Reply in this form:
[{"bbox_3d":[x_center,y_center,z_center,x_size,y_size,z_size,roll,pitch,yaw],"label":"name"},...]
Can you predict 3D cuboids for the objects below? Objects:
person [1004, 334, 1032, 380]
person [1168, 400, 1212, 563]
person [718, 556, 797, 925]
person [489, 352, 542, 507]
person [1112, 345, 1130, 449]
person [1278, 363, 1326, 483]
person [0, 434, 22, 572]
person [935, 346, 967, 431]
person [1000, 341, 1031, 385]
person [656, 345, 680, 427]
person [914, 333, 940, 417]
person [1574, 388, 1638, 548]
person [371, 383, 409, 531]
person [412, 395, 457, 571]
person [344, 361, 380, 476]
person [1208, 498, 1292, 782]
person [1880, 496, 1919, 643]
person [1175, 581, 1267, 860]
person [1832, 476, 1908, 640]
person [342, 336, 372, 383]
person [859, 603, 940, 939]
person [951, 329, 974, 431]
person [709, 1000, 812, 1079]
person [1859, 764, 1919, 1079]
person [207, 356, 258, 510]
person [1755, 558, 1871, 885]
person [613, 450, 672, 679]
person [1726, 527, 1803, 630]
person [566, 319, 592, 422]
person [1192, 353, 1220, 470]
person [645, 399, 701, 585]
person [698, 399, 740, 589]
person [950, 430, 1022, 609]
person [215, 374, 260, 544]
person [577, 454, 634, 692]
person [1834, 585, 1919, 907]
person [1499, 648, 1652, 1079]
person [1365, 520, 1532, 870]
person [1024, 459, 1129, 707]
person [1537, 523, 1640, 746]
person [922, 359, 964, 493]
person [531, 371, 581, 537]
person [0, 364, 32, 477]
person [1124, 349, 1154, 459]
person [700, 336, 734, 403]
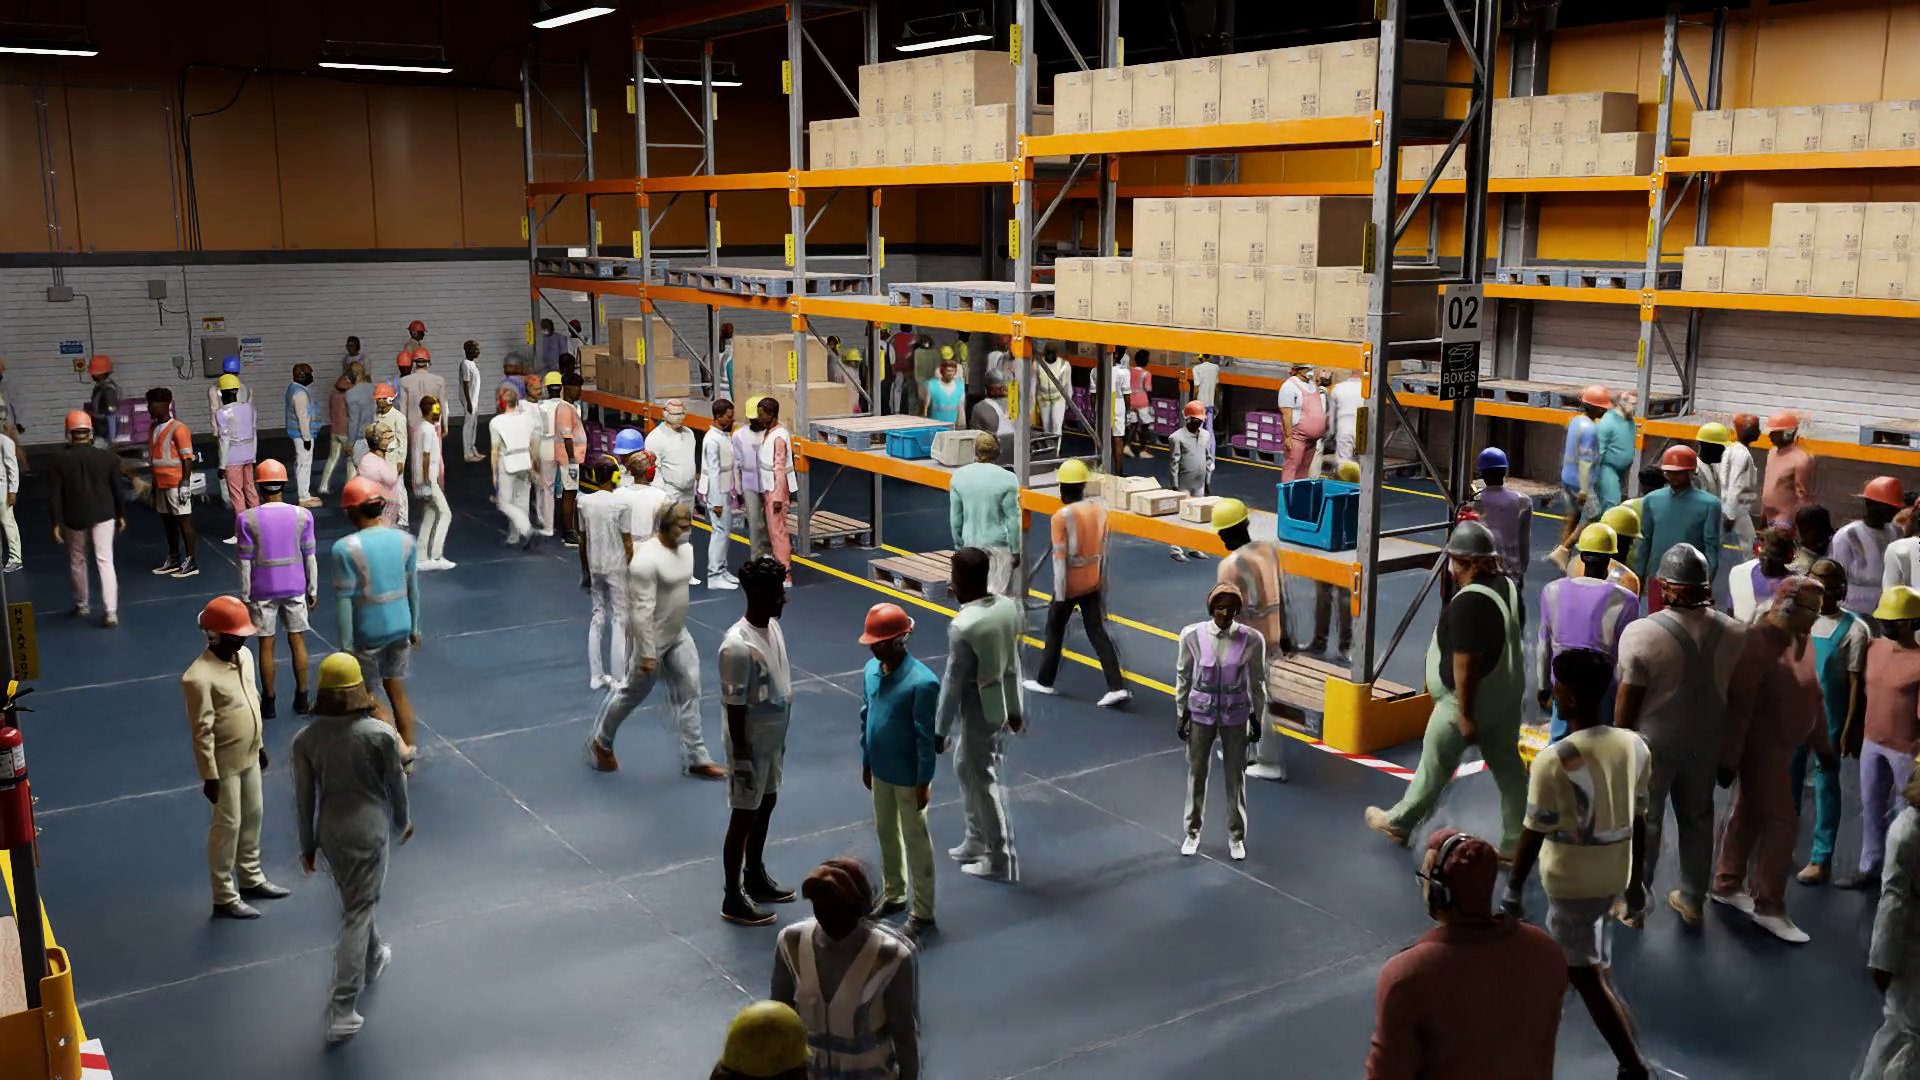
[{"bbox_3d":[0.907,-2.599,27.460,0.591,1.922,0.392,6,12,26],"label":"person"},{"bbox_3d":[2.484,-0.629,17.832,0.566,1.744,0.350,-7,13,-34],"label":"person"},{"bbox_3d":[-1.061,1.042,8.750,0.367,1.958,0.610,3,11,15],"label":"person"},{"bbox_3d":[-5.606,-1.434,21.188,1.027,2.000,0.704,9,14,37],"label":"person"},{"bbox_3d":[2.537,-2.363,26.485,0.333,1.838,0.509,-6,13,-28],"label":"person"},{"bbox_3d":[4.269,-1.327,20.643,0.538,2.000,0.686,9,15,40],"label":"person"},{"bbox_3d":[-10.086,-0.537,17.336,0.576,1.749,0.334,3,12,17],"label":"person"},{"bbox_3d":[-0.114,-2.114,25.477,0.556,1.716,0.627,-6,13,-28],"label":"person"},{"bbox_3d":[0.753,-2.152,25.282,0.738,1.893,0.422,9,14,40],"label":"person"},{"bbox_3d":[-4.945,-2.649,27.946,0.503,1.837,0.351,0,11,1],"label":"person"},{"bbox_3d":[-0.605,-2.887,29.708,0.558,1.616,0.444,-5,12,-25],"label":"person"},{"bbox_3d":[7.005,-0.744,18.104,0.668,1.869,0.819,-10,15,-41],"label":"person"},{"bbox_3d":[-6.707,-0.962,19.512,0.561,1.752,0.324,8,13,34],"label":"person"},{"bbox_3d":[-5.561,-0.593,17.412,0.461,1.832,0.574,-7,13,-30],"label":"person"},{"bbox_3d":[-7.328,-1.228,20.412,0.373,1.935,0.628,3,11,13],"label":"person"},{"bbox_3d":[1.853,0.648,10.952,0.724,1.873,0.675,9,14,40],"label":"person"},{"bbox_3d":[6.587,0.603,11.339,0.586,1.836,1.026,6,13,30],"label":"person"},{"bbox_3d":[1.501,1.037,9.601,0.518,1.635,0.315,2,11,10],"label":"person"},{"bbox_3d":[6.392,0.465,11.837,0.547,1.909,0.774,-3,11,-13],"label":"person"},{"bbox_3d":[-9.425,-2.276,26.010,0.509,1.842,0.348,4,12,18],"label":"person"},{"bbox_3d":[-0.344,1.174,8.623,0.353,1.739,0.574,-9,14,-40],"label":"person"},{"bbox_3d":[0.038,-2.747,28.230,0.394,1.918,0.588,-3,12,-17],"label":"person"},{"bbox_3d":[-0.513,2.018,4.320,0.491,1.732,0.325,6,13,28],"label":"person"},{"bbox_3d":[3.747,1.616,6.460,0.548,1.707,0.490,-8,14,-36],"label":"person"},{"bbox_3d":[-9.186,-1.360,21.058,0.402,1.944,0.605,7,13,32],"label":"person"},{"bbox_3d":[4.761,0.994,9.290,0.350,1.839,0.504,-7,13,-32],"label":"person"},{"bbox_3d":[-2.523,0.202,13.317,0.567,1.847,0.389,5,12,23],"label":"person"},{"bbox_3d":[5.000,0.803,10.304,0.441,1.819,0.583,-7,13,-32],"label":"person"},{"bbox_3d":[-6.763,-2.941,29.301,0.572,1.887,0.356,-1,11,-4],"label":"person"},{"bbox_3d":[3.535,-1.934,24.192,0.539,1.869,0.313,-8,13,-34],"label":"person"},{"bbox_3d":[-2.816,-0.456,16.533,0.402,1.906,0.652,7,13,32],"label":"person"},{"bbox_3d":[-2.400,-0.457,16.539,0.386,1.904,0.604,0,11,2],"label":"person"},{"bbox_3d":[0.225,0.052,13.845,0.635,1.939,0.361,6,12,26],"label":"person"},{"bbox_3d":[-8.193,-0.914,18.818,0.374,1.925,0.595,3,11,15],"label":"person"},{"bbox_3d":[-2.756,0.259,13.031,0.500,1.853,0.364,5,12,23],"label":"person"},{"bbox_3d":[4.997,1.104,8.932,0.342,1.759,0.528,-3,11,-16],"label":"person"},{"bbox_3d":[2.635,1.412,6.940,0.613,1.927,0.963,-7,13,-32],"label":"person"},{"bbox_3d":[2.874,0.840,9.555,0.695,2.000,1.036,-10,15,-41],"label":"person"},{"bbox_3d":[0.911,0.324,12.609,0.597,1.887,0.987,-10,15,-41],"label":"person"},{"bbox_3d":[3.705,0.849,9.836,0.592,1.918,0.394,11,15,44],"label":"person"},{"bbox_3d":[-0.240,-1.541,22.332,0.582,1.815,0.564,-6,12,-28],"label":"person"},{"bbox_3d":[-4.677,-0.994,19.283,0.589,1.912,0.396,-8,13,-34],"label":"person"},{"bbox_3d":[-13.443,-1.679,23.297,0.570,1.704,0.867,6,13,29],"label":"person"},{"bbox_3d":[2.736,-2.077,25.395,0.353,1.693,0.574,-8,13,-34],"label":"person"},{"bbox_3d":[-3.729,-2.237,25.831,0.633,1.840,0.429,6,13,29],"label":"person"}]
